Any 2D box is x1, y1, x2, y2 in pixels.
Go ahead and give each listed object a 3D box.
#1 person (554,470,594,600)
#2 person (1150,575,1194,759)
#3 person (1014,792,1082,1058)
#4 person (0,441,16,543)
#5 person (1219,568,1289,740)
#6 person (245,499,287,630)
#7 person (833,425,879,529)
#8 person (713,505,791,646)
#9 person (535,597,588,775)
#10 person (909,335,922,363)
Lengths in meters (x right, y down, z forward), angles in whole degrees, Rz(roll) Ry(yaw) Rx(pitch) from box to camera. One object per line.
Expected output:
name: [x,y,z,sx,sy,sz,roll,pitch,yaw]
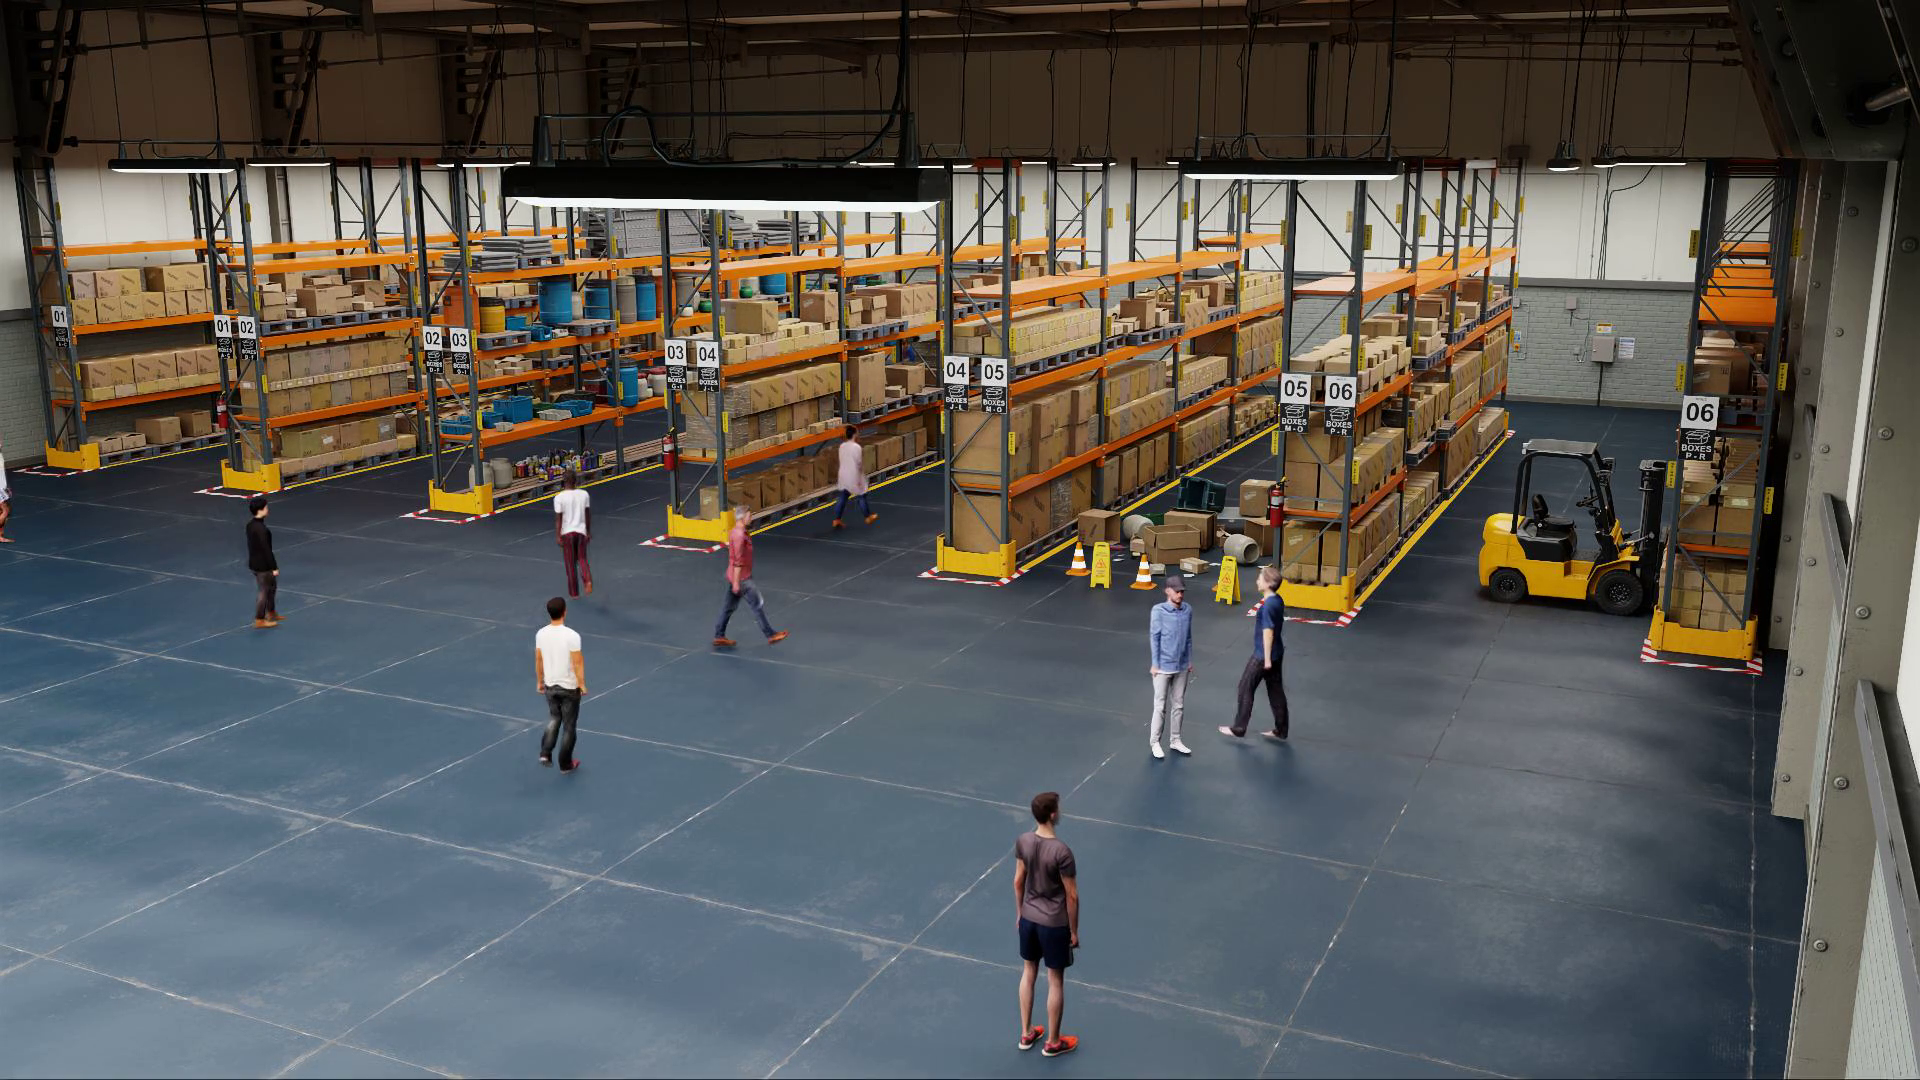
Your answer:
person: [-5.288,-0.055,22.957,0.895,1.826,0.934,-9,16,-34]
person: [2.168,1.275,17.083,0.727,1.884,0.800,-6,14,-23]
person: [0.577,2.614,11.371,0.696,1.851,0.611,10,16,35]
person: [-15.339,-0.790,26.362,0.832,1.721,0.724,-1,13,-4]
person: [3.311,1.218,17.413,0.724,1.846,0.845,6,14,25]
person: [-9.141,0.318,21.601,0.824,1.710,0.793,-10,17,-38]
person: [-1.860,-1.006,27.349,0.918,1.697,1.185,12,18,41]
person: [-2.832,0.490,20.696,1.227,1.784,1.224,-3,13,-13]
person: [-3.988,1.471,16.443,0.682,1.790,0.734,4,14,17]
person: [-1.044,-4.073,40.253,0.705,1.850,0.857,5,14,22]
